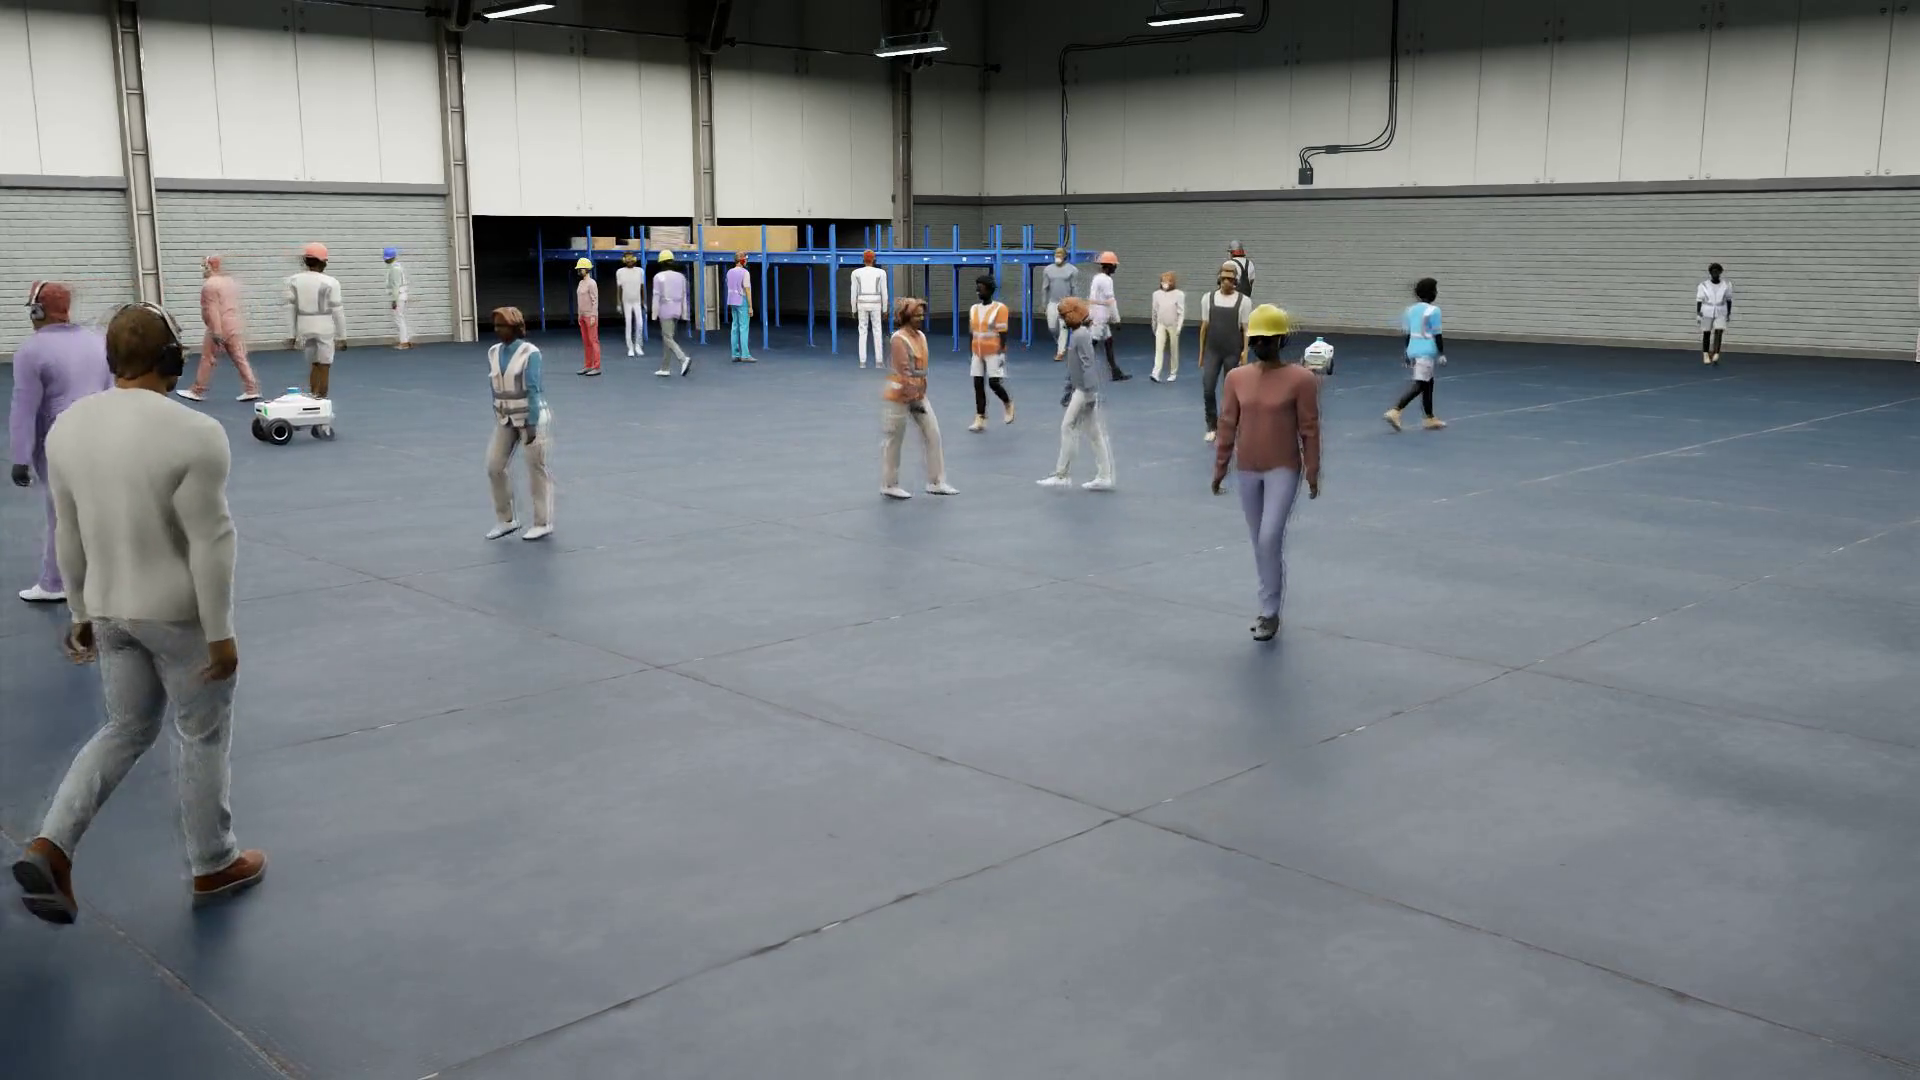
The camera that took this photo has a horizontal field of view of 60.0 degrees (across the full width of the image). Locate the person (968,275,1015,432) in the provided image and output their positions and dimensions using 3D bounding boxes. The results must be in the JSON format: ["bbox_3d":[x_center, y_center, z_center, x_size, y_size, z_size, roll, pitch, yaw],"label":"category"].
[{"bbox_3d":[0.319,-2.022,18.006,0.548,1.683,0.523,9,13,39],"label":"person"}]

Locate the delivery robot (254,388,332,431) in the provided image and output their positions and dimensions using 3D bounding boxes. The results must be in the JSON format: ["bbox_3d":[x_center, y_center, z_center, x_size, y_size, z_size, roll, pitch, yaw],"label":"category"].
[{"bbox_3d":[-6.889,-1.331,17.202,0.707,0.478,0.477,-9,13,-39],"label":"delivery robot"}]

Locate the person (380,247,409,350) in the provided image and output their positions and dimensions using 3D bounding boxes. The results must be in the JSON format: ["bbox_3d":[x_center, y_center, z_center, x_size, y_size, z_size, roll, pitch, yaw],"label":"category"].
[{"bbox_3d":[-10.515,-4.496,30.929,0.493,1.898,0.686,-6,12,-28],"label":"person"}]

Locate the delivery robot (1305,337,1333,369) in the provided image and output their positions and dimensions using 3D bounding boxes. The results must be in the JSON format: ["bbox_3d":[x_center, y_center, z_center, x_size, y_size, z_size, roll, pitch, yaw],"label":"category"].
[{"bbox_3d":[5.546,-2.887,25.673,0.477,0.478,0.707,4,11,21],"label":"delivery robot"}]

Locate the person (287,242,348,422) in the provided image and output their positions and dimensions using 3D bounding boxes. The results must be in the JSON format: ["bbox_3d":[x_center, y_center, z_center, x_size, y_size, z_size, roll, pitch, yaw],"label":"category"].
[{"bbox_3d":[-7.297,-2.367,18.974,0.647,2.024,0.523,2,11,9],"label":"person"}]

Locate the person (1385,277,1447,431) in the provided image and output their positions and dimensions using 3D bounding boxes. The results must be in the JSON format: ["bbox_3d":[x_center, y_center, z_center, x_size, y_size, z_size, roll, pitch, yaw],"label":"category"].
[{"bbox_3d":[4.970,-2.014,18.030,0.813,1.665,0.531,-3,11,-15],"label":"person"}]

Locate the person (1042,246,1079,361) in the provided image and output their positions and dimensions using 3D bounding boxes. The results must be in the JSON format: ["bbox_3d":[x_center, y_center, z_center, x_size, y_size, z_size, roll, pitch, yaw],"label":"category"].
[{"bbox_3d":[1.717,-4.014,28.243,0.646,1.924,0.561,4,11,19],"label":"person"}]

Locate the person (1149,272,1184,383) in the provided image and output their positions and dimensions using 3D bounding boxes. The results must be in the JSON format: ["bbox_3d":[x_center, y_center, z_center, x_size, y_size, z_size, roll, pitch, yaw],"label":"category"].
[{"bbox_3d":[2.970,-3.050,23.904,0.512,1.577,0.885,4,11,22],"label":"person"}]

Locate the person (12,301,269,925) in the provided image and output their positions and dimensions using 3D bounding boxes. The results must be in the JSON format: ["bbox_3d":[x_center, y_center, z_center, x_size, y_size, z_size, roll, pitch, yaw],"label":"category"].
[{"bbox_3d":[-2.516,0.241,5.060,0.638,1.919,0.759,3,11,17],"label":"person"}]

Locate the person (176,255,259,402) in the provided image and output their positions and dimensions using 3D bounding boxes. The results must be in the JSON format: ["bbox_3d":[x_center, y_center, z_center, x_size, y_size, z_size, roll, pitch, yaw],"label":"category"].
[{"bbox_3d":[-9.484,-2.690,21.216,1.004,1.847,0.667,1,10,3],"label":"person"}]

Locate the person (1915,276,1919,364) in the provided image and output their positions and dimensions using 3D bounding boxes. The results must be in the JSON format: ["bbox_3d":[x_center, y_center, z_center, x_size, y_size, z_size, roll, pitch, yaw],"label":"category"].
[{"bbox_3d":[16.053,-3.839,27.344,0.399,1.903,0.643,-1,10,-7],"label":"person"}]

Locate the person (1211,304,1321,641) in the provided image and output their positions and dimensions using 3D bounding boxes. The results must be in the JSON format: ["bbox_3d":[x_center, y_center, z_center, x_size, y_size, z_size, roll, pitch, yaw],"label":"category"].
[{"bbox_3d":[1.572,-0.353,8.727,0.547,1.743,0.635,8,13,37],"label":"person"}]

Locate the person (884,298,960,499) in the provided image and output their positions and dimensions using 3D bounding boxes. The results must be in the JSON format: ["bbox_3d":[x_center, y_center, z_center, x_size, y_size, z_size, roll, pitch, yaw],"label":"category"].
[{"bbox_3d":[-0.325,-1.116,13.282,0.737,1.611,0.513,6,12,29],"label":"person"}]

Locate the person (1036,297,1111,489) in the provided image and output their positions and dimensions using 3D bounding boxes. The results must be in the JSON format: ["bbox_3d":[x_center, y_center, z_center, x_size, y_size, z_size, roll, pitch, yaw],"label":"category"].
[{"bbox_3d":[0.940,-1.217,13.845,0.734,1.591,0.520,0,10,1],"label":"person"}]

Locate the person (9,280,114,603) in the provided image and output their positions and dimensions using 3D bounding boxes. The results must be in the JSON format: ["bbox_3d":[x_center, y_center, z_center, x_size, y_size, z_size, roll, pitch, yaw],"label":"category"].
[{"bbox_3d":[-5.020,-0.531,9.402,0.959,1.871,0.653,2,11,13],"label":"person"}]

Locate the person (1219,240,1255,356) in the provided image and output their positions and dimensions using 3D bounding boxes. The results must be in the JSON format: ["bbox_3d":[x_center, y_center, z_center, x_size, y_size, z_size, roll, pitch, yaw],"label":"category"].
[{"bbox_3d":[4.785,-4.207,29.086,0.688,2.000,0.536,-7,13,-35],"label":"person"}]

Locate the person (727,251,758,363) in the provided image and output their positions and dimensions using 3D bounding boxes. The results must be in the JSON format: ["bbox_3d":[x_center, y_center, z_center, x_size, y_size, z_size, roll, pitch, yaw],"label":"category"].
[{"bbox_3d":[-3.683,-3.905,27.850,0.567,1.846,0.389,10,14,43],"label":"person"}]

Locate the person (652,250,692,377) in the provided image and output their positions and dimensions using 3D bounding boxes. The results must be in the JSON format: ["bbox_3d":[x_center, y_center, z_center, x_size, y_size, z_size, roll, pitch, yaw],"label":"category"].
[{"bbox_3d":[-4.286,-3.377,24.850,0.836,1.891,0.638,8,13,38],"label":"person"}]

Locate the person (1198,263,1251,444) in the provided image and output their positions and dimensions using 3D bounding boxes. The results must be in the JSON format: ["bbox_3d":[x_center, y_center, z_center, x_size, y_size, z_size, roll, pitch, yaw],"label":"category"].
[{"bbox_3d":[2.648,-1.859,16.737,0.539,1.825,0.579,3,11,18],"label":"person"}]

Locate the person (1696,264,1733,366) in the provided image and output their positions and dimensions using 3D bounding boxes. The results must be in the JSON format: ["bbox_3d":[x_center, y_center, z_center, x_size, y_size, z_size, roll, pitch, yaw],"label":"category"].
[{"bbox_3d":[12.277,-3.667,27.098,0.556,1.634,0.938,4,11,23],"label":"person"}]

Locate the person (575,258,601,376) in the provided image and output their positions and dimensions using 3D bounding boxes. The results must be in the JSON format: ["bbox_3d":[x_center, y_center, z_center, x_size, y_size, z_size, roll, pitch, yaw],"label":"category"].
[{"bbox_3d":[-5.670,-3.390,25.266,0.312,1.768,0.530,-8,13,-38],"label":"person"}]

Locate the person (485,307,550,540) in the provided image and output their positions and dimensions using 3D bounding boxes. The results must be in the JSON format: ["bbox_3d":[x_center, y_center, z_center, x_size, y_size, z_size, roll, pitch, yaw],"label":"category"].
[{"bbox_3d":[-3.080,-0.792,11.488,0.534,1.618,0.549,6,12,29],"label":"person"}]

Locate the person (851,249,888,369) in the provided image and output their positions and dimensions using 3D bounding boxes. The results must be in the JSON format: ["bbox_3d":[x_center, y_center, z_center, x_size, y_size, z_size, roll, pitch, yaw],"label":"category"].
[{"bbox_3d":[-1.443,-3.684,26.543,0.581,1.882,0.339,0,10,2],"label":"person"}]

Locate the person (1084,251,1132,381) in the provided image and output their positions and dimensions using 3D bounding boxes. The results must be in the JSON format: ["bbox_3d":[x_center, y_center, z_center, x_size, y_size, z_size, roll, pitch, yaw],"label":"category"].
[{"bbox_3d":[2.015,-3.242,24.169,1.008,1.884,0.568,-2,11,-11],"label":"person"}]

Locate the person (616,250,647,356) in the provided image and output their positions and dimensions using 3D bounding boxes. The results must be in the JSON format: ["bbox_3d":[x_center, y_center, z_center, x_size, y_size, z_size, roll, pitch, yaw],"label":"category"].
[{"bbox_3d":[-5.734,-4.136,29.088,0.555,1.854,0.674,-4,11,-20],"label":"person"}]
